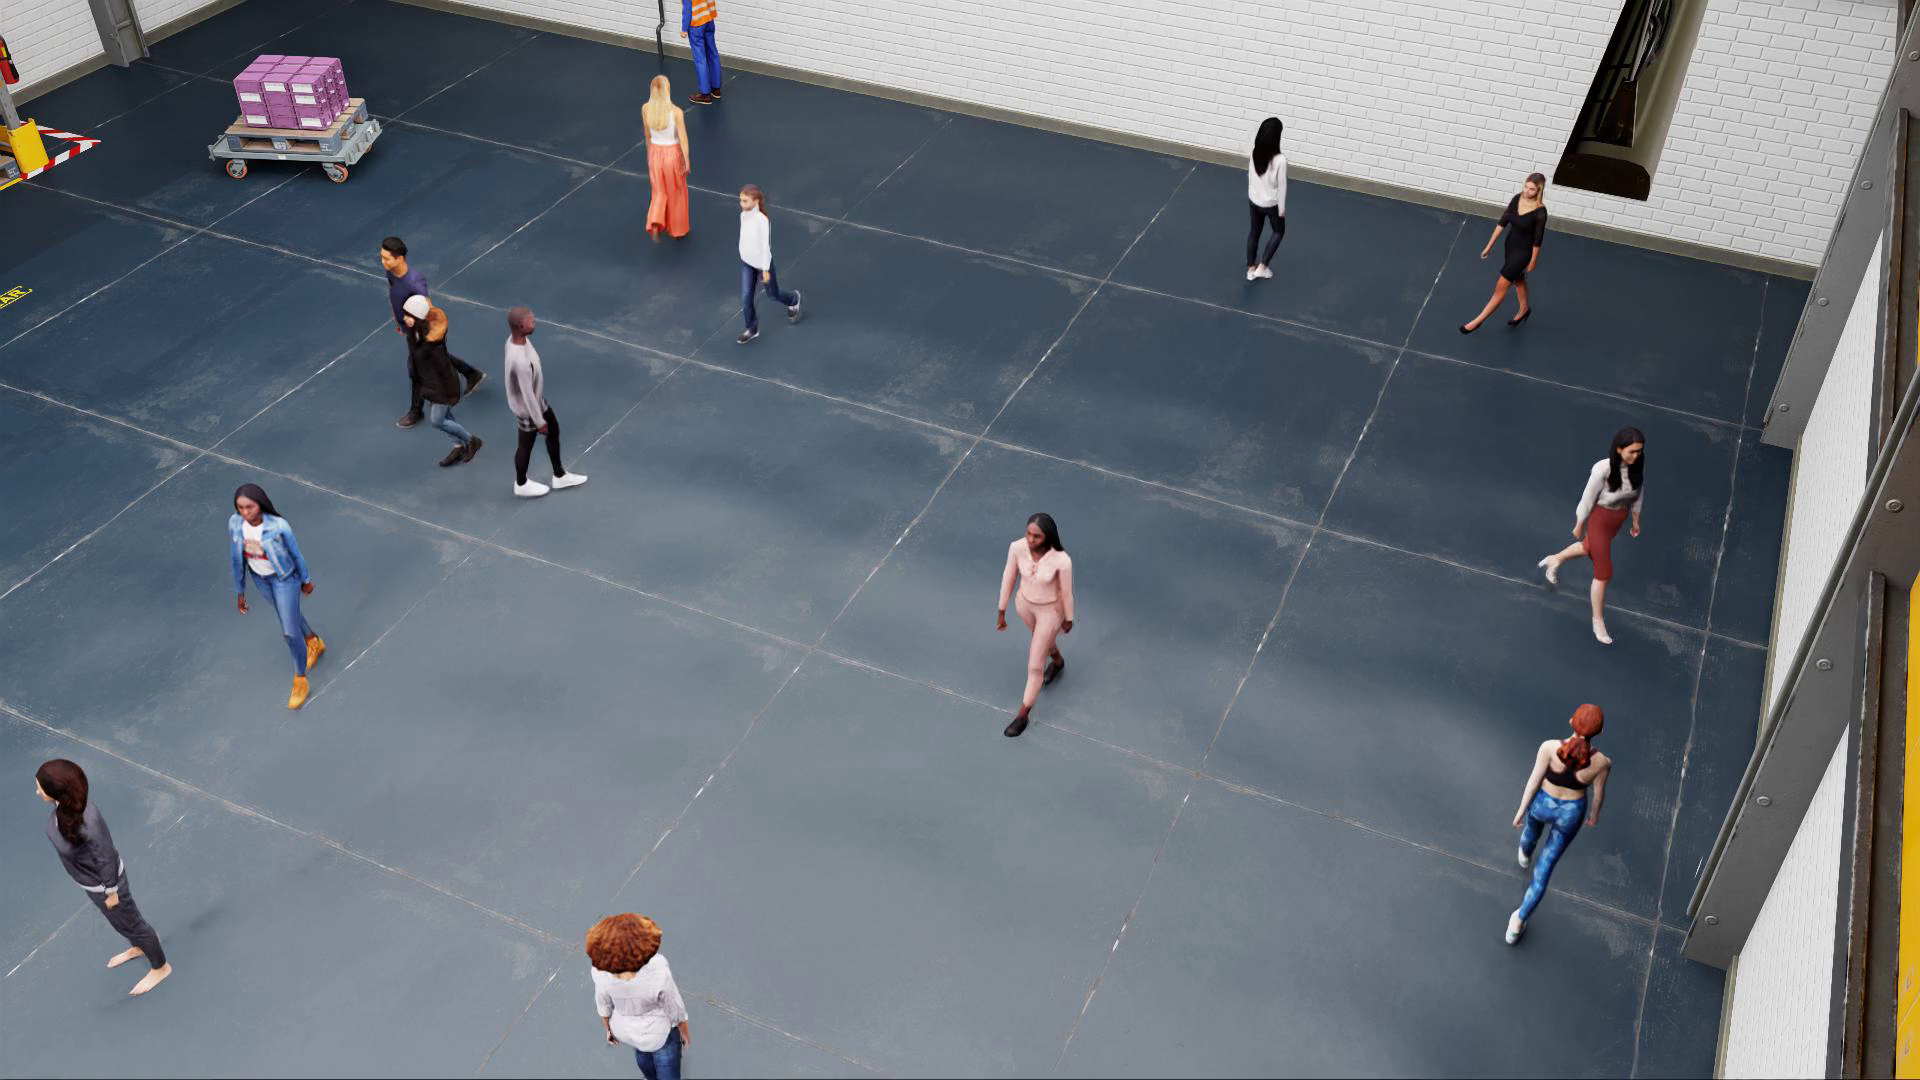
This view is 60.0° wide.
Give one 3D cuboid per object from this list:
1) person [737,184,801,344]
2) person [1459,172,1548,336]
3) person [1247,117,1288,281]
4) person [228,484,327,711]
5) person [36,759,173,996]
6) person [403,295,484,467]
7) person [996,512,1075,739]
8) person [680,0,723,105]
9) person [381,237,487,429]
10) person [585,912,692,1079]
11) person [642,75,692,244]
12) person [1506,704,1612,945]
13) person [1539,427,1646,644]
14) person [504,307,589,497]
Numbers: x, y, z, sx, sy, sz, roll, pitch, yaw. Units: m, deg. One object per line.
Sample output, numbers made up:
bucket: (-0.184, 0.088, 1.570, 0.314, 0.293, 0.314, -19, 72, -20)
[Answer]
person: (-1.798, -2.586, 15.366, 0.633, 1.536, 1.018, 25, 45, 27)
person: (5.221, -2.639, 15.357, 1.096, 1.629, 1.027, -13, 40, -16)
person: (2.901, -3.252, 16.073, 0.701, 1.695, 0.723, -30, 47, -32)
person: (-4.754, 0.255, 11.687, 0.753, 1.688, 1.004, 8, 39, 9)
person: (-4.937, 1.904, 9.559, 0.669, 1.768, 0.626, 29, 47, 32)
person: (-4.232, -1.323, 13.716, 0.799, 1.622, 0.761, -24, 45, -27)
person: (0.588, 0.461, 11.443, 0.734, 1.670, 1.181, 22, 43, 25)
person: (-3.038, -6.036, 19.428, 0.779, 1.858, 0.585, 22, 44, 25)
person: (-4.570, -1.836, 14.249, 1.222, 1.758, 0.961, -28, 46, -31)
person: (-1.675, 2.612, 8.732, 0.759, 1.693, 1.077, 8, 39, 10)
person: (-2.973, -3.738, 16.608, 0.712, 1.786, 0.933, 11, 40, 13)
person: (3.484, 1.713, 9.812, 0.609, 1.751, 1.090, 17, 42, 20)
person: (4.655, -0.127, 12.145, 1.097, 1.714, 1.127, -16, 41, -19)
person: (-3.542, -1.061, 13.285, 0.968, 1.751, 0.928, -7, 39, -9)
